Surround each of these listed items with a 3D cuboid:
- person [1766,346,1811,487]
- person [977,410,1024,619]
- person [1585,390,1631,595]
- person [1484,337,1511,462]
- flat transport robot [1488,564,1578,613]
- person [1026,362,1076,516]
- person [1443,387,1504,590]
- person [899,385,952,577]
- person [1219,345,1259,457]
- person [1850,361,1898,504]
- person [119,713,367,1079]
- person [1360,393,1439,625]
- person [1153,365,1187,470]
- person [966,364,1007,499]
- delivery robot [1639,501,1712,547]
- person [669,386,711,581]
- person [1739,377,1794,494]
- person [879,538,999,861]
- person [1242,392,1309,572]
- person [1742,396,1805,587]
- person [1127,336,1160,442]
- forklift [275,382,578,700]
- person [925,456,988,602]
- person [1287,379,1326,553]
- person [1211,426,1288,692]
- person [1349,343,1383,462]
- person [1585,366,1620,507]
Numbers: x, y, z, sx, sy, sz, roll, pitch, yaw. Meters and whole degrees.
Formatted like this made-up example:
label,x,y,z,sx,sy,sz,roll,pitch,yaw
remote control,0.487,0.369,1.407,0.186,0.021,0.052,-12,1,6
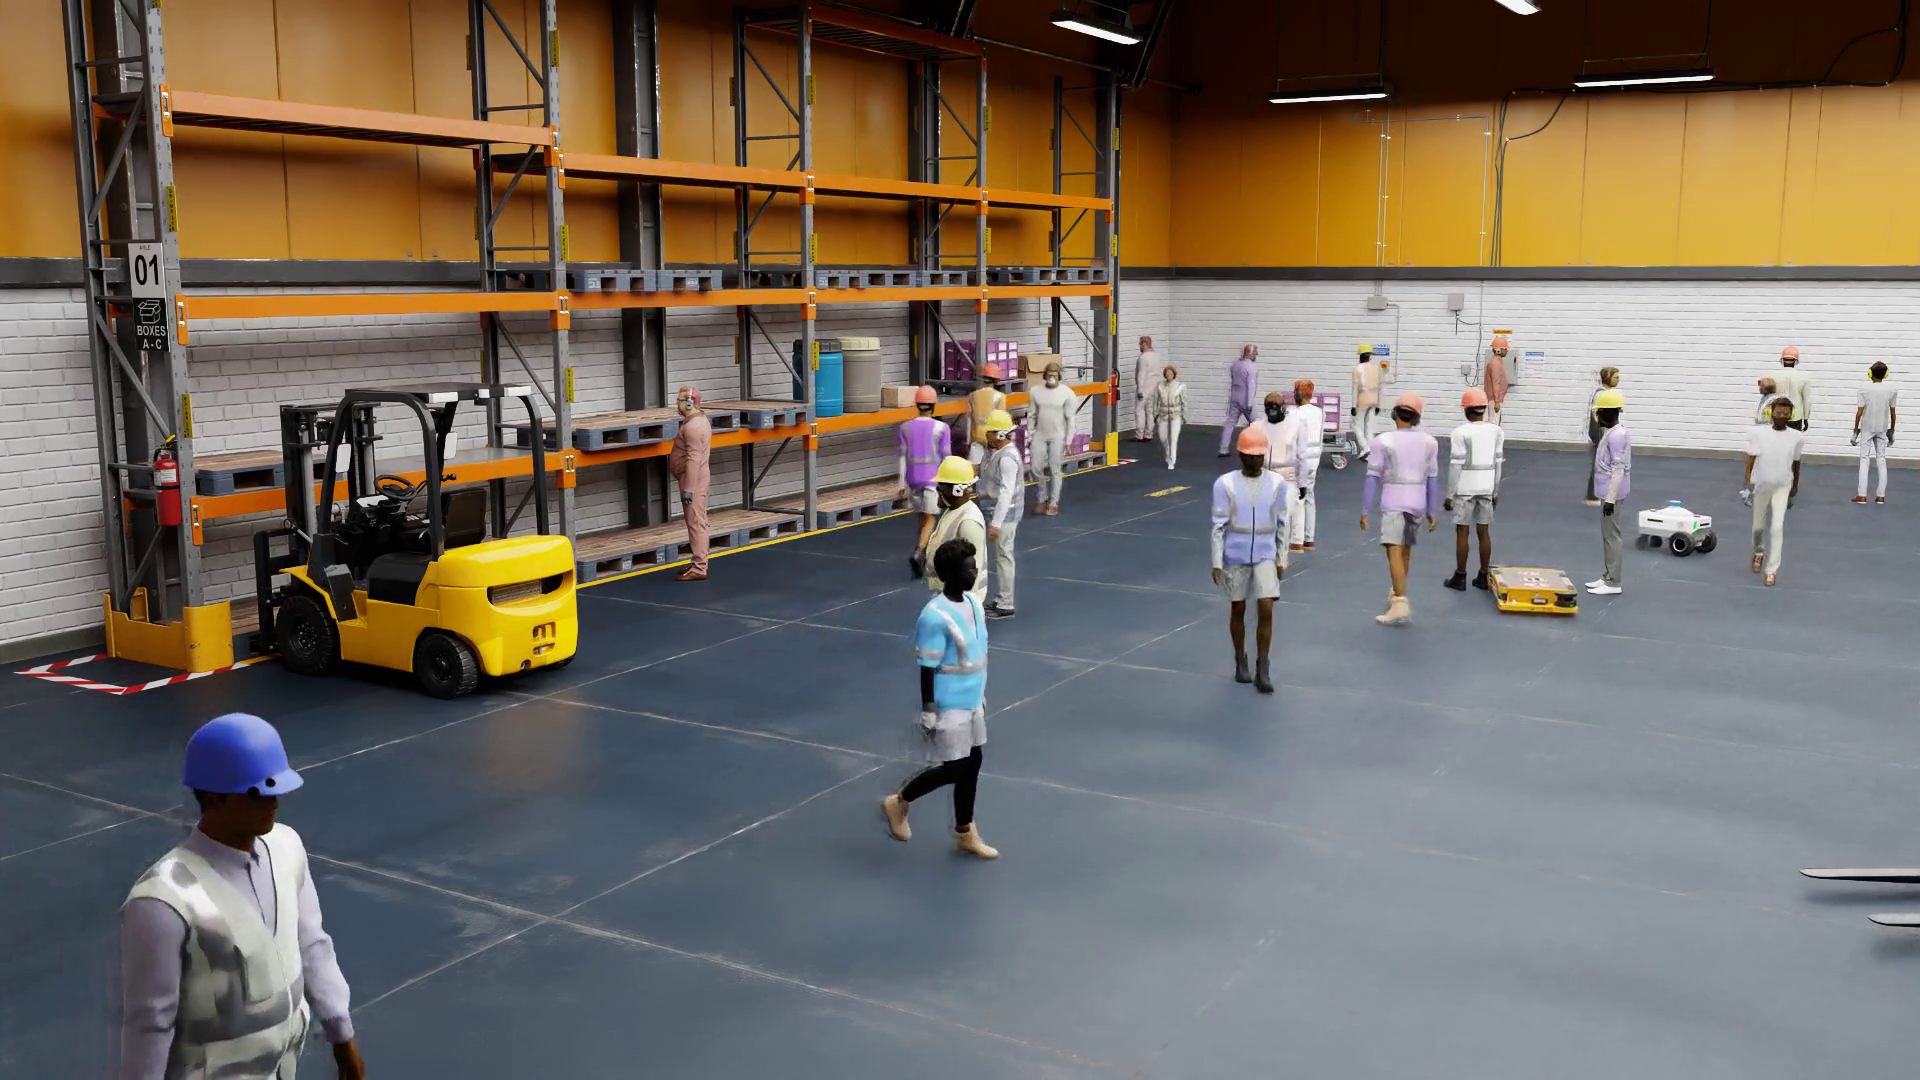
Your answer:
label,x,y,z,sx,sy,sz,roll,pitch,yaw
person,11.596,-1.719,23.345,0.610,1.996,0.378,4,10,24
person,0.353,-0.211,14.498,0.403,1.822,0.617,-1,9,-4
person,6.083,-0.447,15.620,0.384,1.924,0.593,3,10,19
person,8.604,-2.254,26.686,0.381,1.994,0.620,2,9,12
flat transport robot,5.237,0.439,15.242,0.652,0.197,1.431,2,9,13
person,1.113,-1.245,20.619,0.644,1.919,0.463,4,10,22
person,4.871,-0.478,15.796,0.568,1.934,0.360,-3,9,-16
person,-0.369,-0.597,16.654,0.552,1.907,0.914,3,10,20
person,4.668,-2.267,27.222,0.962,1.851,0.665,-6,11,-31
person,11.959,-1.404,21.777,0.533,1.868,0.310,1,9,9
person,-1.742,1.379,4.283,0.957,1.900,0.644,1,9,9
person,3.853,-0.284,14.505,0.676,1.978,1.011,-1,9,-9
person,3.253,-1.906,25.693,0.529,1.622,0.550,3,10,17
person,0.364,-1.285,21.045,0.585,1.854,1.086,4,10,25
delivery robot,7.699,-0.179,17.928,0.477,0.478,0.707,-6,11,-35
person,-2.648,-0.556,16.352,0.408,1.913,0.641,0,9,-3
person,11.017,-1.405,22.577,0.643,1.616,0.518,0,9,1
person,-0.083,0.812,8.519,0.539,1.683,0.540,5,10,27
person,3.141,-0.569,16.707,0.652,1.823,0.523,5,10,28
person,7.961,-0.508,16.296,0.506,1.842,0.881,5,10,29
person,3.310,-2.694,29.747,0.418,1.902,0.665,7,11,36
forklift,-3.974,-0.067,12.417,2.313,2.155,1.214,5,11,30
person,-0.028,0.363,10.851,0.404,1.835,0.586,-2,9,-10
person,3.689,-0.799,17.966,0.576,1.882,0.380,-8,12,-42
person,2.093,0.141,11.995,0.564,1.904,0.789,0,9,1
person,6.466,-2.196,26.582,0.615,1.906,0.424,-4,10,-26
person,8.299,-1.328,21.421,0.435,1.827,0.553,4,10,22
